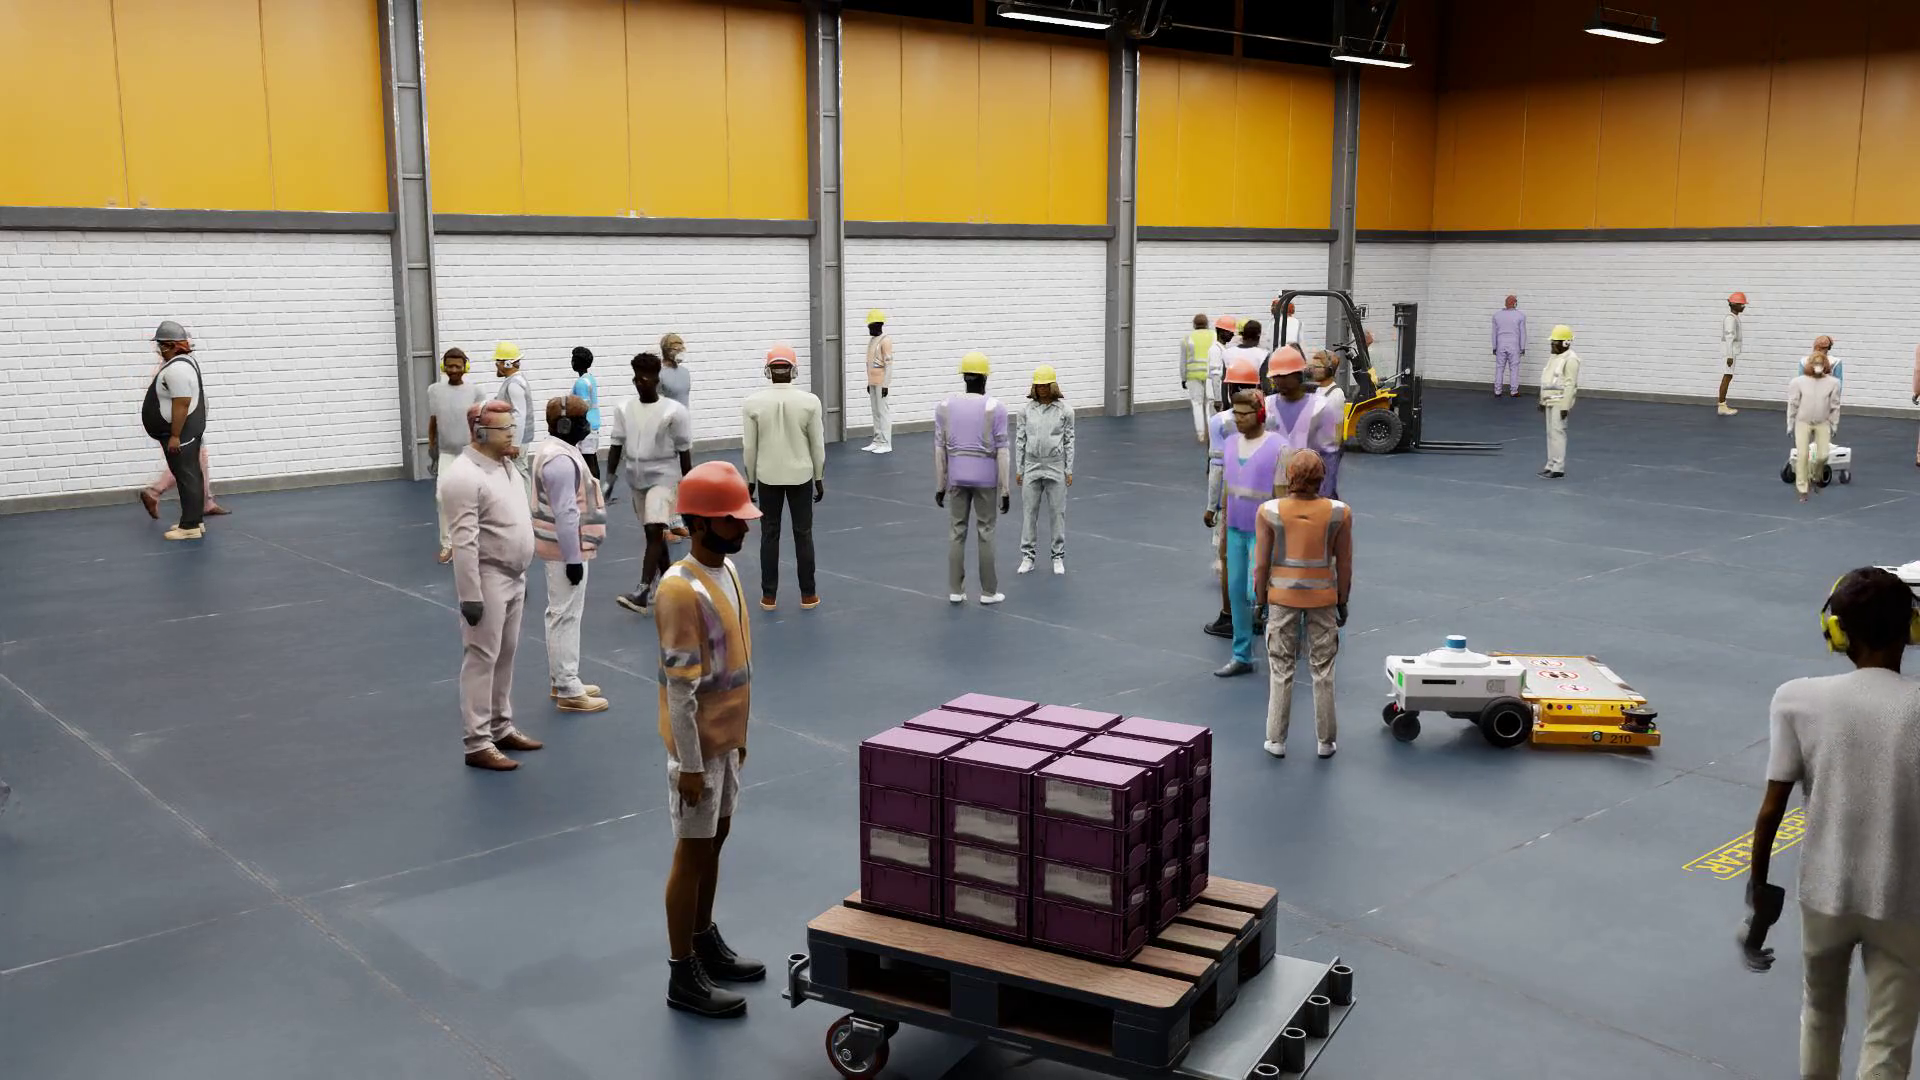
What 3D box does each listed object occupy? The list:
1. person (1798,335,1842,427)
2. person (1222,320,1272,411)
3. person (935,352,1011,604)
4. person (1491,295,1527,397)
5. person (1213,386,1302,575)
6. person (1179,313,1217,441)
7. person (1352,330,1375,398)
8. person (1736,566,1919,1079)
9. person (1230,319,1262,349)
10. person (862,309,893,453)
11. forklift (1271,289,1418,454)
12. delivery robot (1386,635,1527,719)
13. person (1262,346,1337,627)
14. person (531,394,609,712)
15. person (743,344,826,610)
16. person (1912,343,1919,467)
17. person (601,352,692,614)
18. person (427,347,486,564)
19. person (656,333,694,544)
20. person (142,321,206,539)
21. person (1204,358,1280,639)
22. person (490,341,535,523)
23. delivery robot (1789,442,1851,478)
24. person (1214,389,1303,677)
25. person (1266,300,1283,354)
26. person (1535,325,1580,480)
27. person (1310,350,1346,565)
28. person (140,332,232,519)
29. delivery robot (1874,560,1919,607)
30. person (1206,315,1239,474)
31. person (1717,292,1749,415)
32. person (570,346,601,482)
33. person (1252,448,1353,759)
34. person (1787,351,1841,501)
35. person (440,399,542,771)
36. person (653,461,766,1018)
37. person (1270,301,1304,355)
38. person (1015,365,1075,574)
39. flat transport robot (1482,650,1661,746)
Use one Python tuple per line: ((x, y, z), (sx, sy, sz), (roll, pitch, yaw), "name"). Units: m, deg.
((10.872, -1.771, 21.077), (0.514, 1.640, 0.315), (8, 12, 38), "person")
((3.256, -1.529, 18.949), (0.617, 1.917, 0.377), (7, 12, 37), "person")
((0.094, -0.456, 12.596), (0.625, 1.922, 0.482), (4, 10, 21), "person")
((10.291, -3.626, 31.162), (0.644, 1.908, 0.408), (7, 12, 34), "person")
((2.431, -0.443, 13.229), (0.790, 1.663, 0.534), (-2, 10, -10), "person")
((3.441, -2.319, 23.760), (0.640, 1.818, 0.474), (0, 10, 1), "person")
((5.962, -2.272, 24.194), (0.914, 1.578, 0.509), (0, 10, 0), "person")
((2.476, 0.988, 4.408), (0.685, 1.813, 0.839), (7, 12, 36), "person")
((4.290, -2.425, 24.714), (0.583, 1.706, 0.759), (-1, 10, -7), "person")
((-1.110, -2.127, 22.325), (0.372, 1.924, 0.594), (-5, 11, -26), "person")
((5.034, -2.339, 22.783), (2.313, 2.155, 1.214), (3, 10, 16), "forklift")
((2.711, 0.767, 9.118), (0.707, 0.478, 0.477), (1, 10, 3), "delivery robot")
((2.340, -0.355, 11.733), (0.611, 2.008, 0.660), (5, 11, 25), "person")
((-2.275, 0.071, 9.707), (0.430, 1.845, 0.624), (-3, 10, -16), "person")
((-1.306, -0.464, 12.407), (0.608, 1.989, 0.386), (-1, 10, -4), "person")
((12.233, -1.843, 20.721), (0.645, 1.907, 0.400), (7, 12, 34), "person")
((-2.354, -0.415, 12.291), (0.614, 1.923, 0.977), (5, 11, 25), "person")
((-4.311, -0.713, 14.248), (0.570, 1.853, 0.594), (-1, 10, -6), "person")
((-2.662, -0.941, 15.351), (0.354, 1.936, 0.636), (4, 10, 21), "person")
((-7.358, -1.031, 15.575), (0.536, 2.000, 0.674), (-3, 10, -15), "person")
((1.930, -0.286, 11.513), (0.546, 1.938, 0.360), (-4, 11, -24), "person")
((-4.256, -0.975, 15.853), (0.403, 1.832, 0.593), (-2, 10, -14), "person")
((9.949, -0.959, 19.226), (0.707, 0.478, 0.477), (-5, 11, -27), "delivery robot")
((1.888, -0.044, 10.424), (0.541, 1.821, 0.604), (-7, 12, -35), "person")
((5.456, -3.206, 28.768), (0.355, 1.885, 0.576), (-4, 10, -21), "person")
((7.080, -1.629, 19.706), (0.405, 1.831, 0.597), (0, 10, -1), "person")
((3.095, -0.698, 14.201), (0.346, 1.847, 0.506), (-2, 10, -9), "person")
((-7.800, -1.136, 16.648), (0.791, 1.885, 0.651), (-6, 12, -32), "person")
((6.851, 0.318, 11.748), (0.707, 0.478, 0.477), (2, 10, 11), "delivery robot")
((3.166, -1.750, 20.115), (0.371, 1.928, 0.543), (3, 10, 16), "person")
((12.865, -3.099, 27.680), (0.386, 2.039, 0.616), (5, 11, 27), "person")
((-3.929, -1.176, 17.430), (0.319, 1.696, 0.532), (-1, 10, -4), "person")
((1.790, 0.338, 8.727), (0.514, 1.641, 0.315), (1, 10, 7), "person")
((9.210, -1.229, 17.969), (0.513, 1.624, 0.386), (4, 10, 20), "person")
((-2.406, 0.222, 8.636), (0.403, 1.906, 0.651), (1, 10, 7), "person")
((-0.857, 0.683, 5.840), (0.376, 1.936, 0.549), (2, 10, 9), "person")
((5.516, -3.096, 28.131), (0.605, 1.882, 0.352), (-3, 10, -17), "person")
((0.701, -0.580, 13.803), (0.493, 1.743, 0.298), (1, 10, 8), "person")
((3.457, 0.885, 9.533), (0.652, 0.197, 1.431), (1, 10, 5), "flat transport robot")
